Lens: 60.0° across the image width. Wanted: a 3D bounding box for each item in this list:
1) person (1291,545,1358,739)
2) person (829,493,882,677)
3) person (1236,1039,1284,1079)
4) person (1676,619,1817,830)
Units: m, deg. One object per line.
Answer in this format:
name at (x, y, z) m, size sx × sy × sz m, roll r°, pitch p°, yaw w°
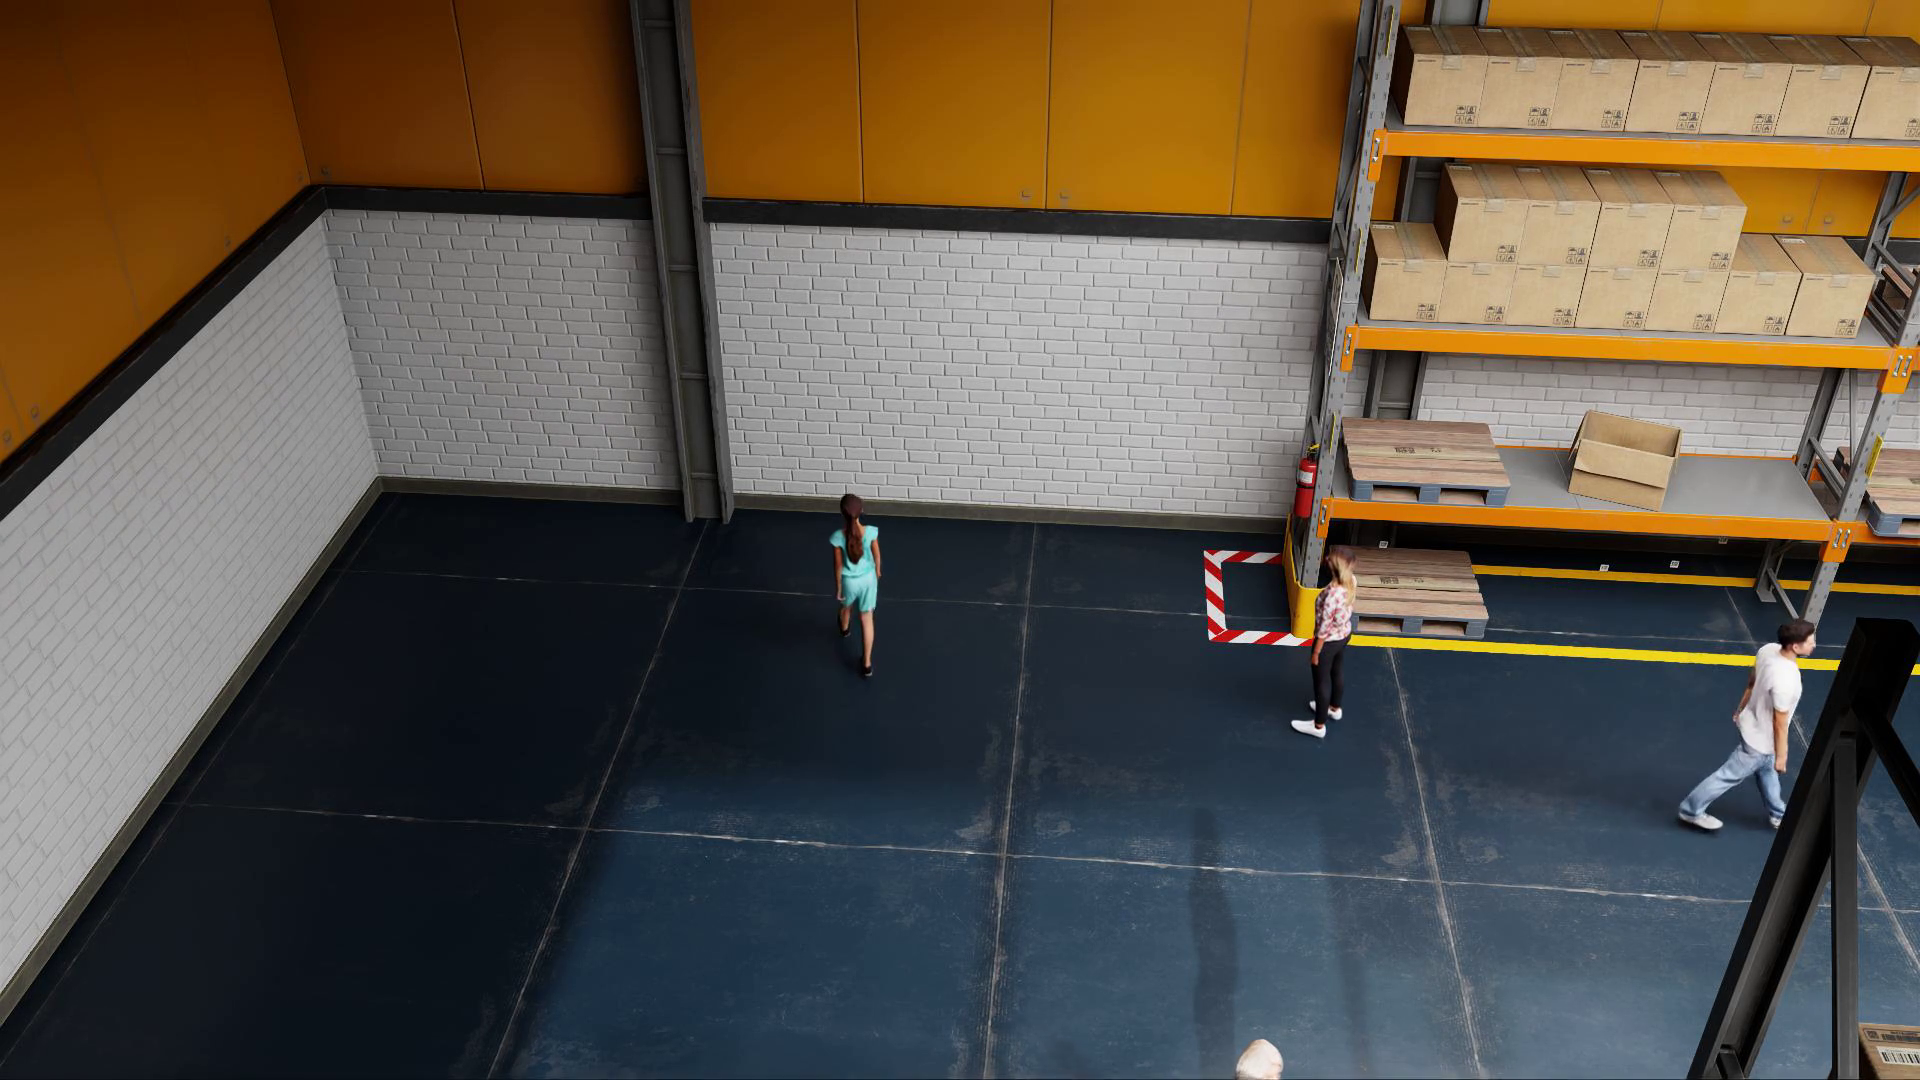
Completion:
person at (2.780, 0.740, 12.410) m, size 0.655 × 1.628 × 0.638 m, roll 22°, pitch 39°, yaw 29°
person at (-0.789, 0.377, 13.055) m, size 0.997 × 1.520 × 0.790 m, roll -5°, pitch 34°, yaw -7°
person at (1.465, 3.206, 8.619) m, size 0.625 × 1.719 × 0.649 m, roll 15°, pitch 36°, yaw 21°
person at (5.380, 1.311, 11.386) m, size 1.198 × 1.811 × 0.794 m, roll 7°, pitch 34°, yaw 11°
